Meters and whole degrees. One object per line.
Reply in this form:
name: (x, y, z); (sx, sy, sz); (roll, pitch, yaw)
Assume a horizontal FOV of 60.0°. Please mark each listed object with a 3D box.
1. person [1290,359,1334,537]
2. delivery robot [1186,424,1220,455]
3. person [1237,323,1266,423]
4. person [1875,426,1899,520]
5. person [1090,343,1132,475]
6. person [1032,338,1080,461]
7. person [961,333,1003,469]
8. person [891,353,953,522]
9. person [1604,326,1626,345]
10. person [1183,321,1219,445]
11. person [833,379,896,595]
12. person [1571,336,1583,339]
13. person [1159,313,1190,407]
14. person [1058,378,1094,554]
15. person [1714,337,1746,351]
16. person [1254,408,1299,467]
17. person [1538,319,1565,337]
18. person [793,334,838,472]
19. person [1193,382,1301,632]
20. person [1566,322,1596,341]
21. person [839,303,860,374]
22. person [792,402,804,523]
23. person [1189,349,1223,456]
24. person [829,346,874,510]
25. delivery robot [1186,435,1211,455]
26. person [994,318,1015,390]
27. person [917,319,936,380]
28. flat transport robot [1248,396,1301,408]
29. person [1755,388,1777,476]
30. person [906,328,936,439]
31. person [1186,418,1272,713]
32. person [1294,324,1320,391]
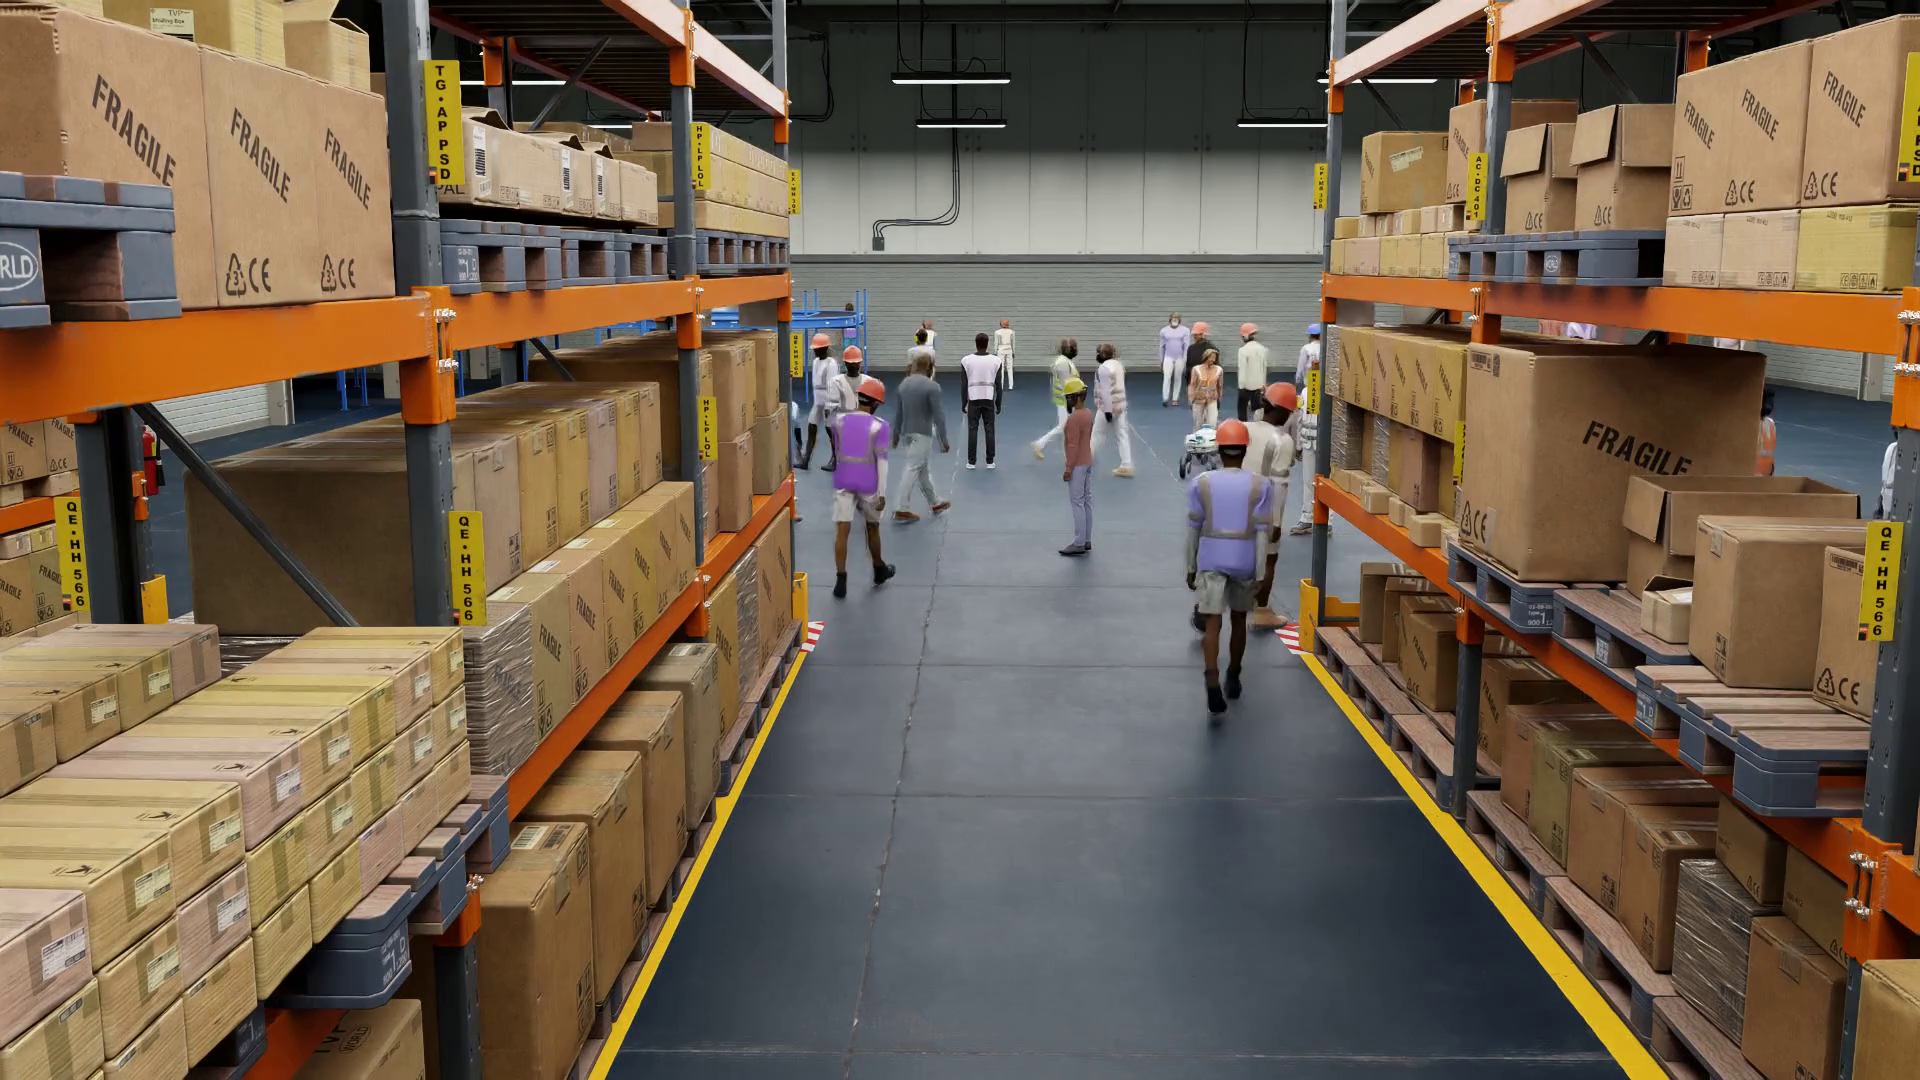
person: (3.817, -0.986, 17.725); (0.355, 1.883, 0.574); (-8, 12, -40)
delivery robot: (3.607, -1.453, 24.339); (0.477, 0.478, 0.707); (7, 12, 37)
person: (4.660, -2.443, 26.232); (0.651, 1.963, 0.798); (-7, 12, -38)
person: (7.893, -0.258, 13.941); (0.318, 1.694, 0.534); (0, 9, 1)
person: (1.958, -1.788, 22.794); (0.946, 1.792, 0.647); (6, 11, 30)
person: (1.458, -1.985, 23.890); (0.714, 1.825, 0.621); (2, 10, 11)
person: (0.309, -1.963, 23.500); (0.587, 1.912, 0.374); (-1, 10, -6)
person: (-0.409, -1.174, 18.861); (1.028, 1.867, 0.714); (-8, 12, -40)
person: (16.778, -5.153, 42.683); (0.749, 1.886, 0.650); (-4, 10, -23)
person: (3.875, -2.509, 26.571); (0.758, 1.975, 0.632); (-7, 12, -37)
person: (-0.846, -0.483, 14.740); (0.530, 1.868, 0.929); (2, 10, 13)
person: (7.884, -1.642, 21.402); (0.604, 1.966, 0.367); (-3, 10, -15)
person: (4.309, -3.625, 33.547); (0.619, 1.884, 0.990); (2, 10, 9)
person: (1.162, -0.742, 16.636); (0.321, 1.761, 0.522); (4, 10, 23)
person: (17.601, -4.370, 38.065); (0.669, 1.850, 0.980); (5, 11, 27)
person: (3.426, -0.915, 18.152); (0.505, 1.593, 0.777); (3, 10, 20)
person: (13.827, -4.579, 38.902); (0.612, 1.997, 0.375); (6, 11, 33)
person: (-1.985, -1.888, 23.030); (0.783, 1.910, 0.572); (-7, 12, -38)
person: (2.237, -0.237, 12.928); (0.902, 1.989, 0.710); (-7, 12, -37)
person: (13.378, -4.080, 36.002); (0.801, 1.990, 0.587); (0, 9, 0)
person: (-2.881, -5.278, 43.537); (0.570, 1.844, 0.379); (-4, 10, -21)
person: (-2.014, -1.026, 18.689); (0.538, 1.647, 0.886); (-9, 13, -44)
person: (3.684, -2.046, 24.885); (0.540, 1.603, 0.769); (0, 9, -2)
person: (-1.246, -1.305, 19.470); (0.550, 1.935, 0.376); (-3, 10, -19)
delivery robot: (3.267, -1.317, 22.745); (0.335, 0.223, 0.698); (1, 10, 8)
person: (1.015, -4.232, 37.892); (0.522, 1.639, 0.309); (-3, 10, -19)
person: (-0.733, -4.209, 37.782); (0.528, 1.623, 0.549); (-7, 12, -36)
flat transport robot: (6.456, -2.840, 33.774); (1.431, 0.197, 0.652); (8, 12, 39)
person: (7.900, -0.697, 16.638); (0.539, 1.668, 0.783); (-7, 12, -35)
person: (-0.615, -2.527, 27.077); (0.518, 1.848, 0.834); (-6, 11, -33)
person: (1.742, 0.158, 10.859); (0.550, 1.902, 0.941); (2, 10, 13)
person: (5.912, -2.641, 27.650); (0.596, 1.895, 1.040); (-7, 12, -37)
